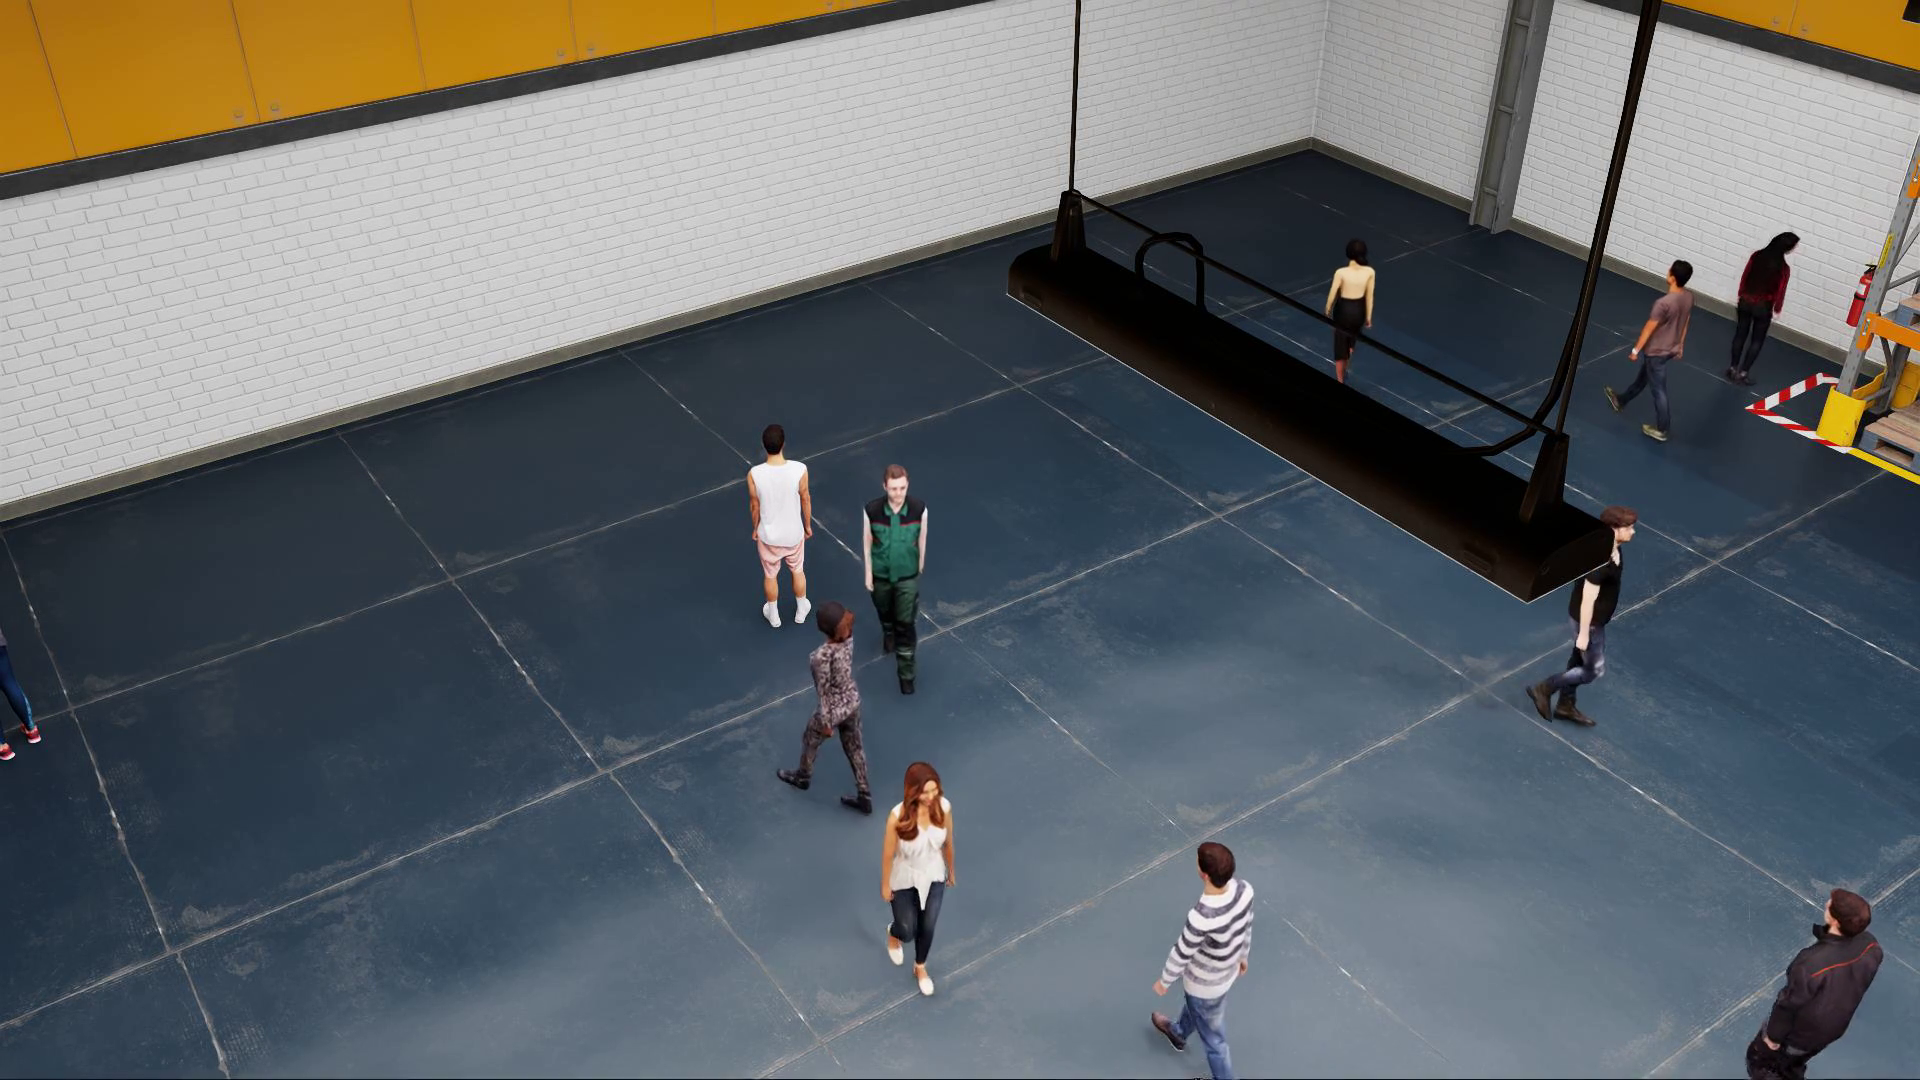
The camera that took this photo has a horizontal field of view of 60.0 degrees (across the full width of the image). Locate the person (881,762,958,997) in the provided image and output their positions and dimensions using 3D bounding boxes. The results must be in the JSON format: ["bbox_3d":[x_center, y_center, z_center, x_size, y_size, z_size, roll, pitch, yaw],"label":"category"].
[{"bbox_3d":[-0.300,1.978,10.014,0.696,1.774,0.773,-16,37,-23],"label":"person"}]

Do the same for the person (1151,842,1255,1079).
[{"bbox_3d":[1.467,2.470,9.232,1.026,1.821,0.783,28,42,35],"label":"person"}]

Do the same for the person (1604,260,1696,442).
[{"bbox_3d":[6.670,-1.744,15.643,0.674,1.742,1.060,-20,38,-27],"label":"person"}]

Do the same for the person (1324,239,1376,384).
[{"bbox_3d":[3.840,-2.137,16.327,0.767,1.640,0.835,-2,34,-3],"label":"person"}]

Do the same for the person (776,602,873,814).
[{"bbox_3d":[-0.762,1.178,11.297,1.072,1.687,0.852,19,38,26],"label":"person"}]

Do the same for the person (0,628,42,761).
[{"bbox_3d":[-6.982,0.804,11.826,0.634,1.724,0.629,21,39,28],"label":"person"}]

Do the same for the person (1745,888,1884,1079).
[{"bbox_3d":[4.627,2.655,8.951,0.842,1.823,0.966,-12,35,-17],"label":"person"}]

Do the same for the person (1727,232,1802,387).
[{"bbox_3d":[7.944,-2.337,16.633,0.542,1.634,0.706,19,38,26],"label":"person"}]

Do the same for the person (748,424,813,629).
[{"bbox_3d":[-1.419,-0.096,13.121,0.719,1.789,0.713,-6,34,-9],"label":"person"}]

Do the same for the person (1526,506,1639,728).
[{"bbox_3d":[4.476,0.549,12.059,0.919,1.890,0.857,17,37,24],"label":"person"}]

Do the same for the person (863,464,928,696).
[{"bbox_3d":[-0.519,0.200,12.665,1.036,1.800,1.219,-1,34,-2],"label":"person"}]
